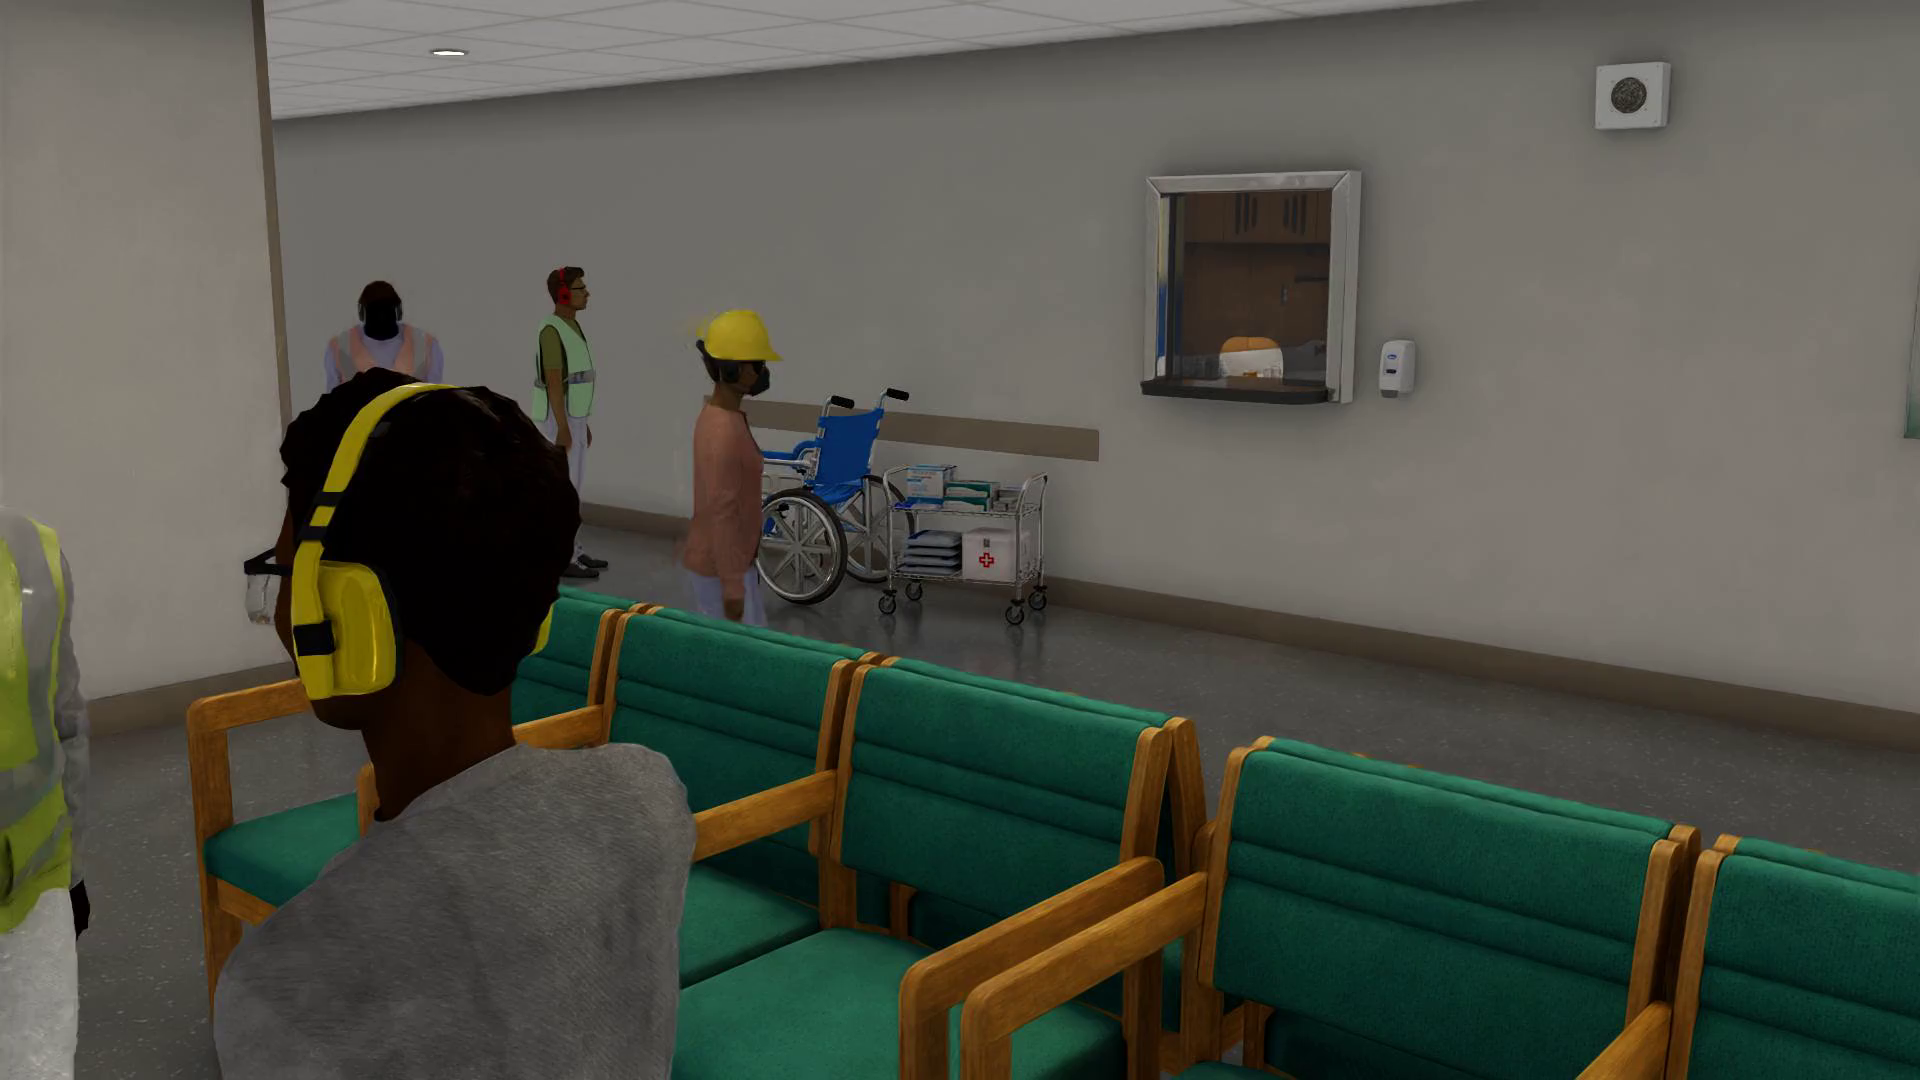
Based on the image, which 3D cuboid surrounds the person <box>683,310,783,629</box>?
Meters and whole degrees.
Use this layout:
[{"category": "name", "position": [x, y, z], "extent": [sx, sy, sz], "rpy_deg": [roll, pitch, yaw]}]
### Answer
[{"category": "person", "position": [-0.818, 0.097, 5.672], "extent": [0.454, 1.752, 0.541], "rpy_deg": [-1, 10, -7]}]

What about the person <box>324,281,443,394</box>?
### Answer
[{"category": "person", "position": [-3.114, -0.510, 9.068], "extent": [0.615, 1.787, 0.988], "rpy_deg": [-4, 11, -23]}]

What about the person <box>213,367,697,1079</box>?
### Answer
[{"category": "person", "position": [-0.396, 0.798, 1.358], "extent": [0.323, 1.871, 0.528], "rpy_deg": [3, 10, 18]}]

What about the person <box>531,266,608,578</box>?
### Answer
[{"category": "person", "position": [-2.355, -0.704, 9.968], "extent": [0.390, 1.850, 0.565], "rpy_deg": [0, 10, -1]}]

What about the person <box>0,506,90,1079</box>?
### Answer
[{"category": "person", "position": [-1.776, 0.584, 2.768], "extent": [0.848, 1.815, 0.632], "rpy_deg": [8, 13, 39]}]
